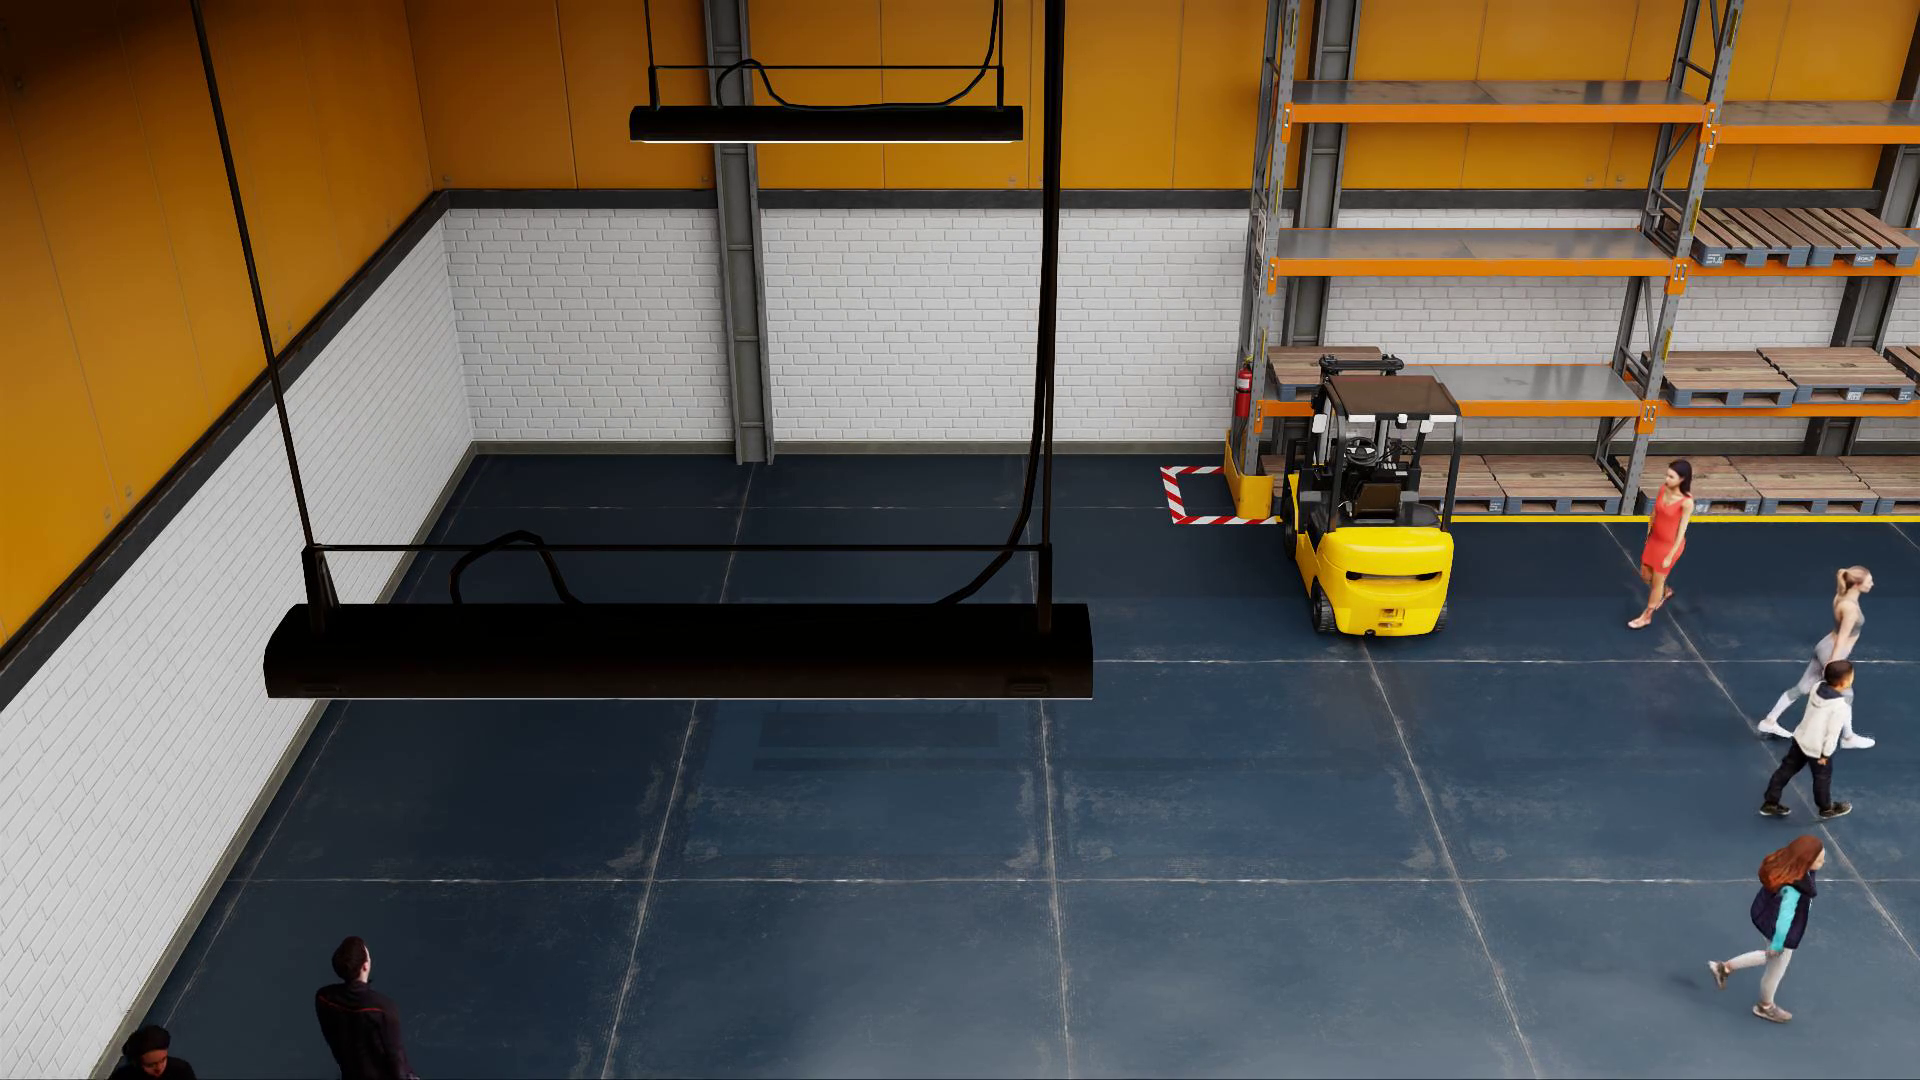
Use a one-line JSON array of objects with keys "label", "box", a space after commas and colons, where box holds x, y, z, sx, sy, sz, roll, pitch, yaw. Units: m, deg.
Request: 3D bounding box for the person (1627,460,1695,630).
[{"label": "person", "box": [6.480, 0.038, 15.139, 0.884, 1.707, 0.764, -11, 31, -20]}]

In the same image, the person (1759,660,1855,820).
[{"label": "person", "box": [6.432, 1.550, 12.666, 0.930, 1.422, 0.685, -5, 29, -9]}]

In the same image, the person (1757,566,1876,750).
[{"label": "person", "box": [6.981, 0.959, 13.502, 1.165, 1.659, 0.757, 7, 29, 12]}]

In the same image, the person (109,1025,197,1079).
[{"label": "person", "box": [-4.465, 3.283, 9.267, 0.751, 1.635, 0.815, -7, 29, -13]}]

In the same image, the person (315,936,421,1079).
[{"label": "person", "box": [-3.350, 3.075, 9.397, 1.141, 1.875, 0.943, 7, 29, 13]}]

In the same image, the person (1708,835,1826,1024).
[{"label": "person", "box": [5.294, 2.497, 10.860, 0.895, 1.489, 0.768, 14, 32, 24]}]
